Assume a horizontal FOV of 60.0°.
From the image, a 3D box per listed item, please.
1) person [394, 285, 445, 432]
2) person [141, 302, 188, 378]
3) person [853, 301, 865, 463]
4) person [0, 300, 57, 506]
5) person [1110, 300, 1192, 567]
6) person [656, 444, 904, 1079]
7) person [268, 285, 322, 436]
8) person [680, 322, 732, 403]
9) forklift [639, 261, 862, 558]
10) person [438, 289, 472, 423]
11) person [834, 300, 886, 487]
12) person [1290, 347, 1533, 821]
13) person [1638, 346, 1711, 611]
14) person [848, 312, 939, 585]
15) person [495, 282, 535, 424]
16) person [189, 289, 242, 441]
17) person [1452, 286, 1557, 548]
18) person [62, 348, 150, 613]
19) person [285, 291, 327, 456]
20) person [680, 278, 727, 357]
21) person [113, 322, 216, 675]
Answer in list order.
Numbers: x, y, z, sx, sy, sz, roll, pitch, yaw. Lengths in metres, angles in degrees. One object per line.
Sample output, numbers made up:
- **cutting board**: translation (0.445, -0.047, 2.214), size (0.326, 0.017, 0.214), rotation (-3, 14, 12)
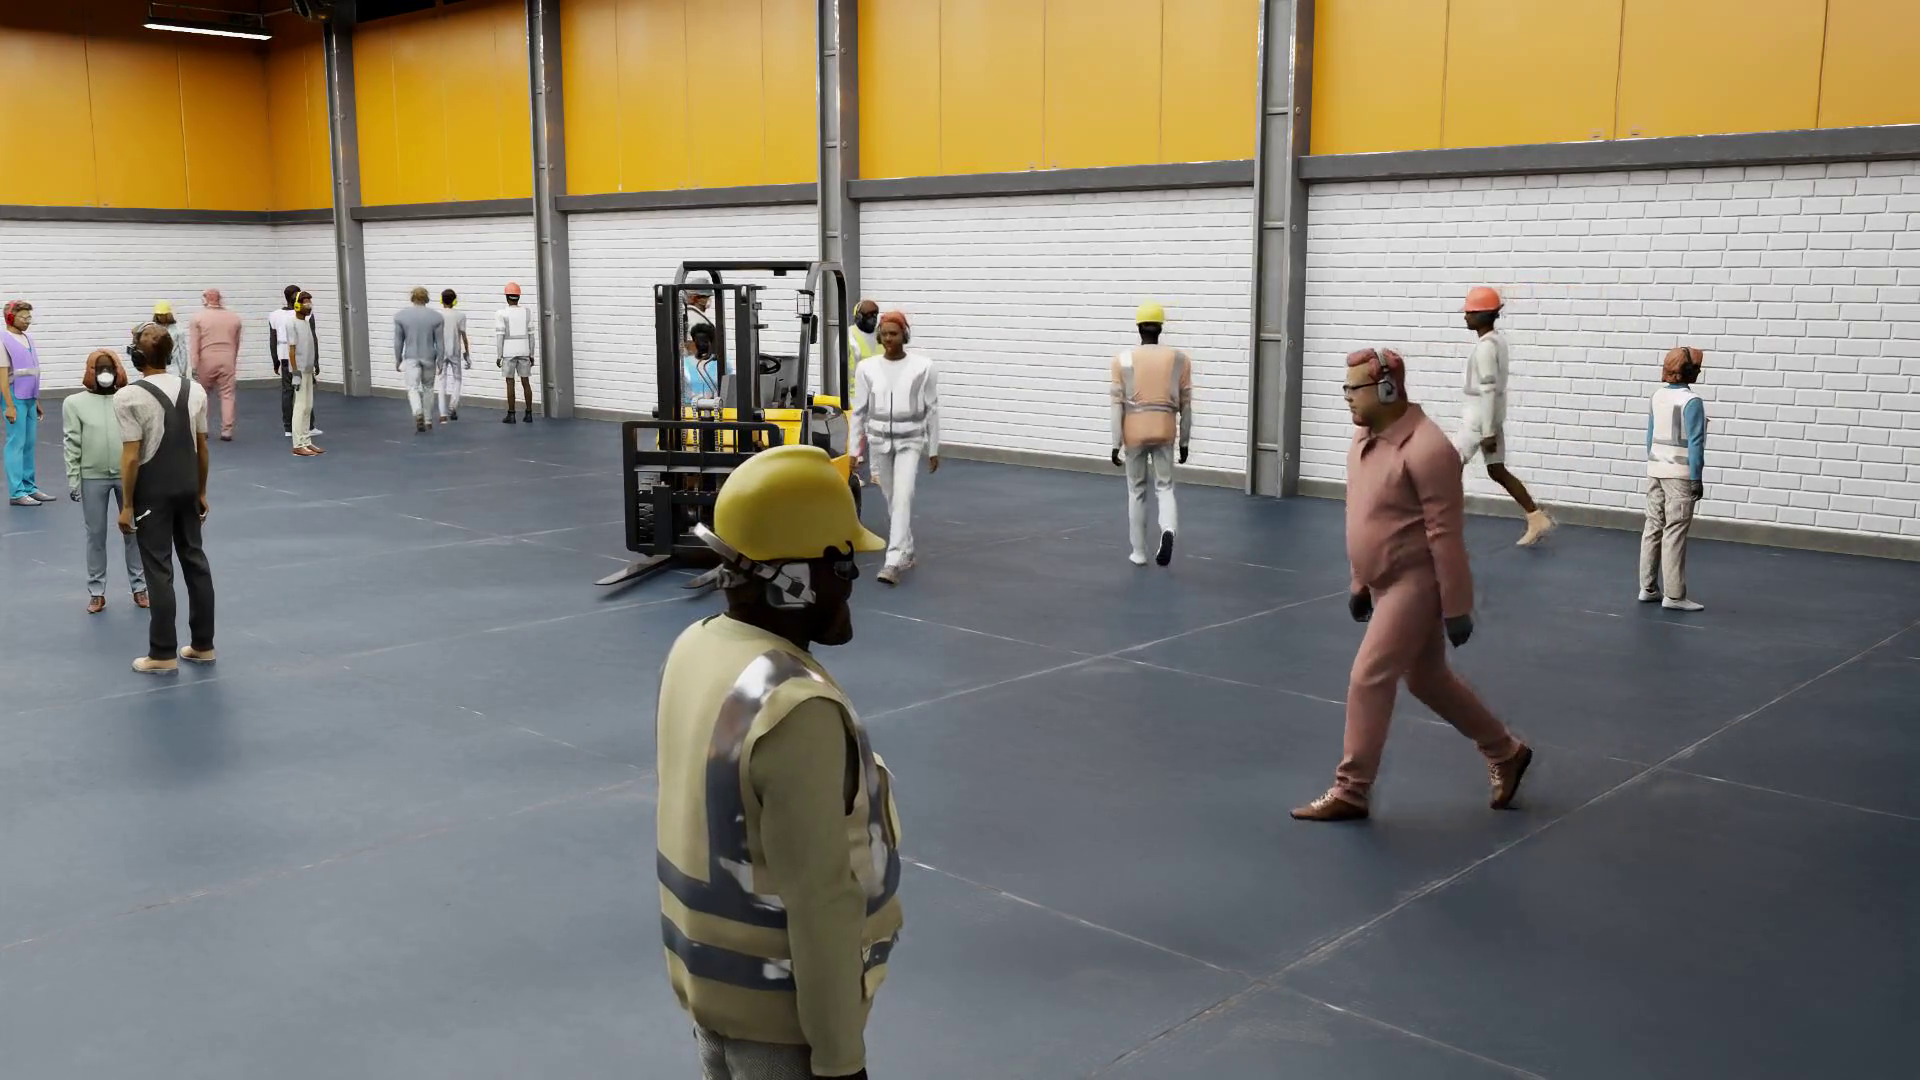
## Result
- **person**: translation (-6.974, -2.334, 21.514), size (0.629, 1.917, 0.848), rotation (-3, 10, -20)
- **person**: translation (-10.098, -2.162, 21.109), size (0.492, 1.705, 0.779), rotation (-1, 9, -4)
- **person**: translation (-1.054, -1.719, 18.193), size (0.526, 1.768, 0.331), rotation (-5, 10, -26)
- **person**: translation (-8.460, -1.229, 14.957), size (0.390, 1.840, 0.565), rotation (-1, 9, -6)
- **person**: translation (1.354, -0.730, 11.731), size (0.586, 1.905, 0.680), rotation (-1, 9, -3)
- **person**: translation (-0.299, 0.749, 2.854), size (0.404, 1.830, 0.600), rotation (-5, 11, -28)
- **person**: translation (-8.440, -2.269, 21.105), size (0.596, 1.915, 0.370), rotation (0, 9, 2)
- **person**: translation (-2.242, -1.075, 14.560), size (0.552, 1.678, 0.732), rotation (-1, 9, -8)
- **forklift**: translation (-1.552, -1.040, 12.721), size (1.214, 2.155, 2.313), rotation (2, 9, 11)
- **person**: translation (-7.076, -2.533, 22.951), size (0.683, 1.837, 0.577), rotation (-2, 9, -10)
- **person**: translation (-0.920, -1.410, 16.176), size (0.633, 1.821, 0.436), rotation (-7, 12, -36)
- **person**: translation (1.796, 0.171, 6.417), size (0.964, 1.845, 0.652), rotation (-1, 9, -7)
- **person**: translation (4.461, -0.384, 10.391), size (0.310, 1.642, 0.514), rotation (-2, 9, -10)
- **person**: translation (-0.458, -0.638, 11.381), size (0.595, 1.828, 1.005), rotation (2, 9, 13)
- **person**: translation (-6.121, -2.568, 22.869), size (0.551, 1.936, 0.356), rotation (-7, 11, -36)
- **person**: translation (-9.252, -2.168, 20.620), size (0.658, 1.869, 0.835), rotation (-8, 12, -41)
- **person**: translation (4.024, -0.919, 12.587), size (1.008, 2.004, 0.609), rotation (5, 10, 27)
- **person**: translation (-5.268, -0.372, 10.328), size (0.500, 1.636, 0.286), rotation (-5, 11, -30)
- **person**: translation (-7.466, -1.889, 18.949), size (0.312, 1.859, 0.538), rotation (0, 9, 0)
- **person**: translation (-2.842, -1.889, 18.395), size (0.537, 2.000, 0.696), rotation (-2, 9, -10)
- **person**: translation (-4.179, -0.216, 8.734), size (0.345, 1.847, 0.508), rotation (5, 11, 28)
